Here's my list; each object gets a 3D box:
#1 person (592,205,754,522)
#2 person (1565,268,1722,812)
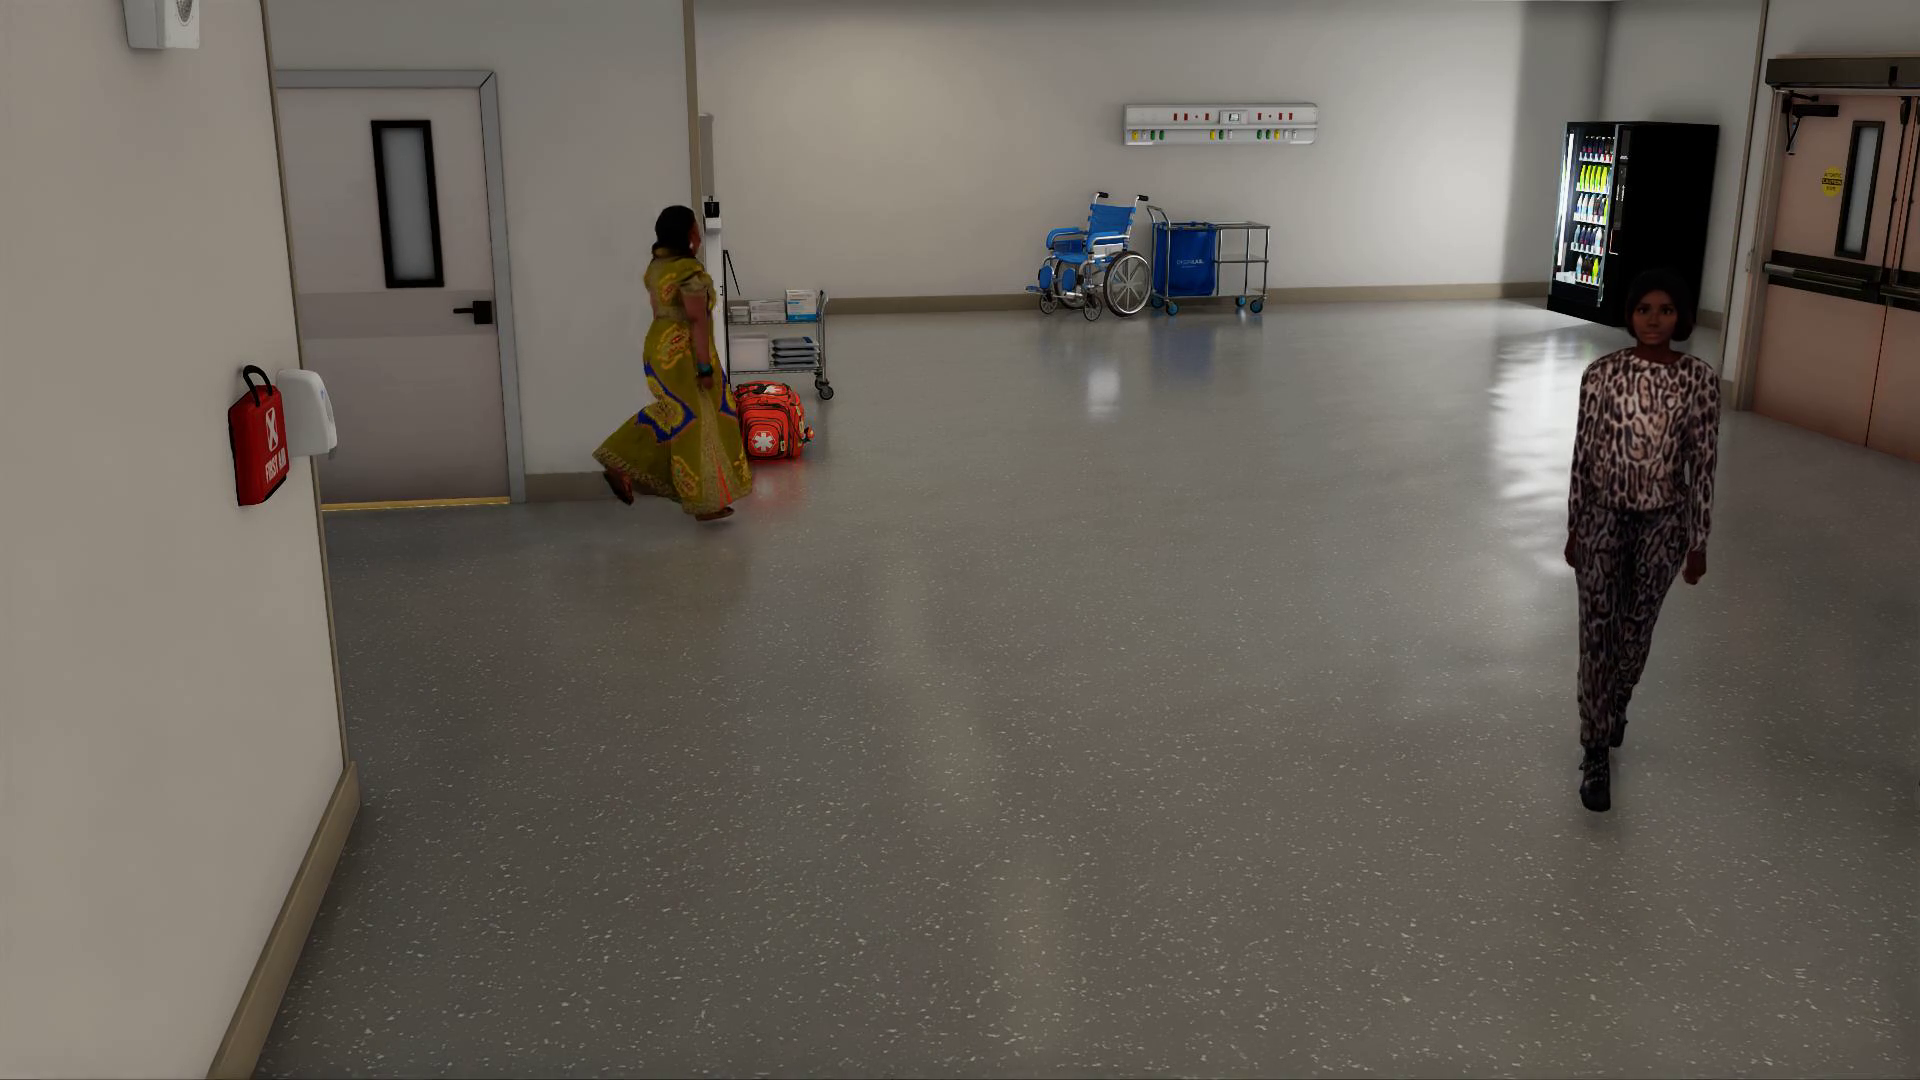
[{"bbox_3d":[-1.512,-0.879,8.576,1.096,1.638,1.171,-10,19,-31],"label":"person"},{"bbox_3d":[2.218,-0.017,5.457,0.978,1.670,1.195,6,17,21],"label":"person"}]
